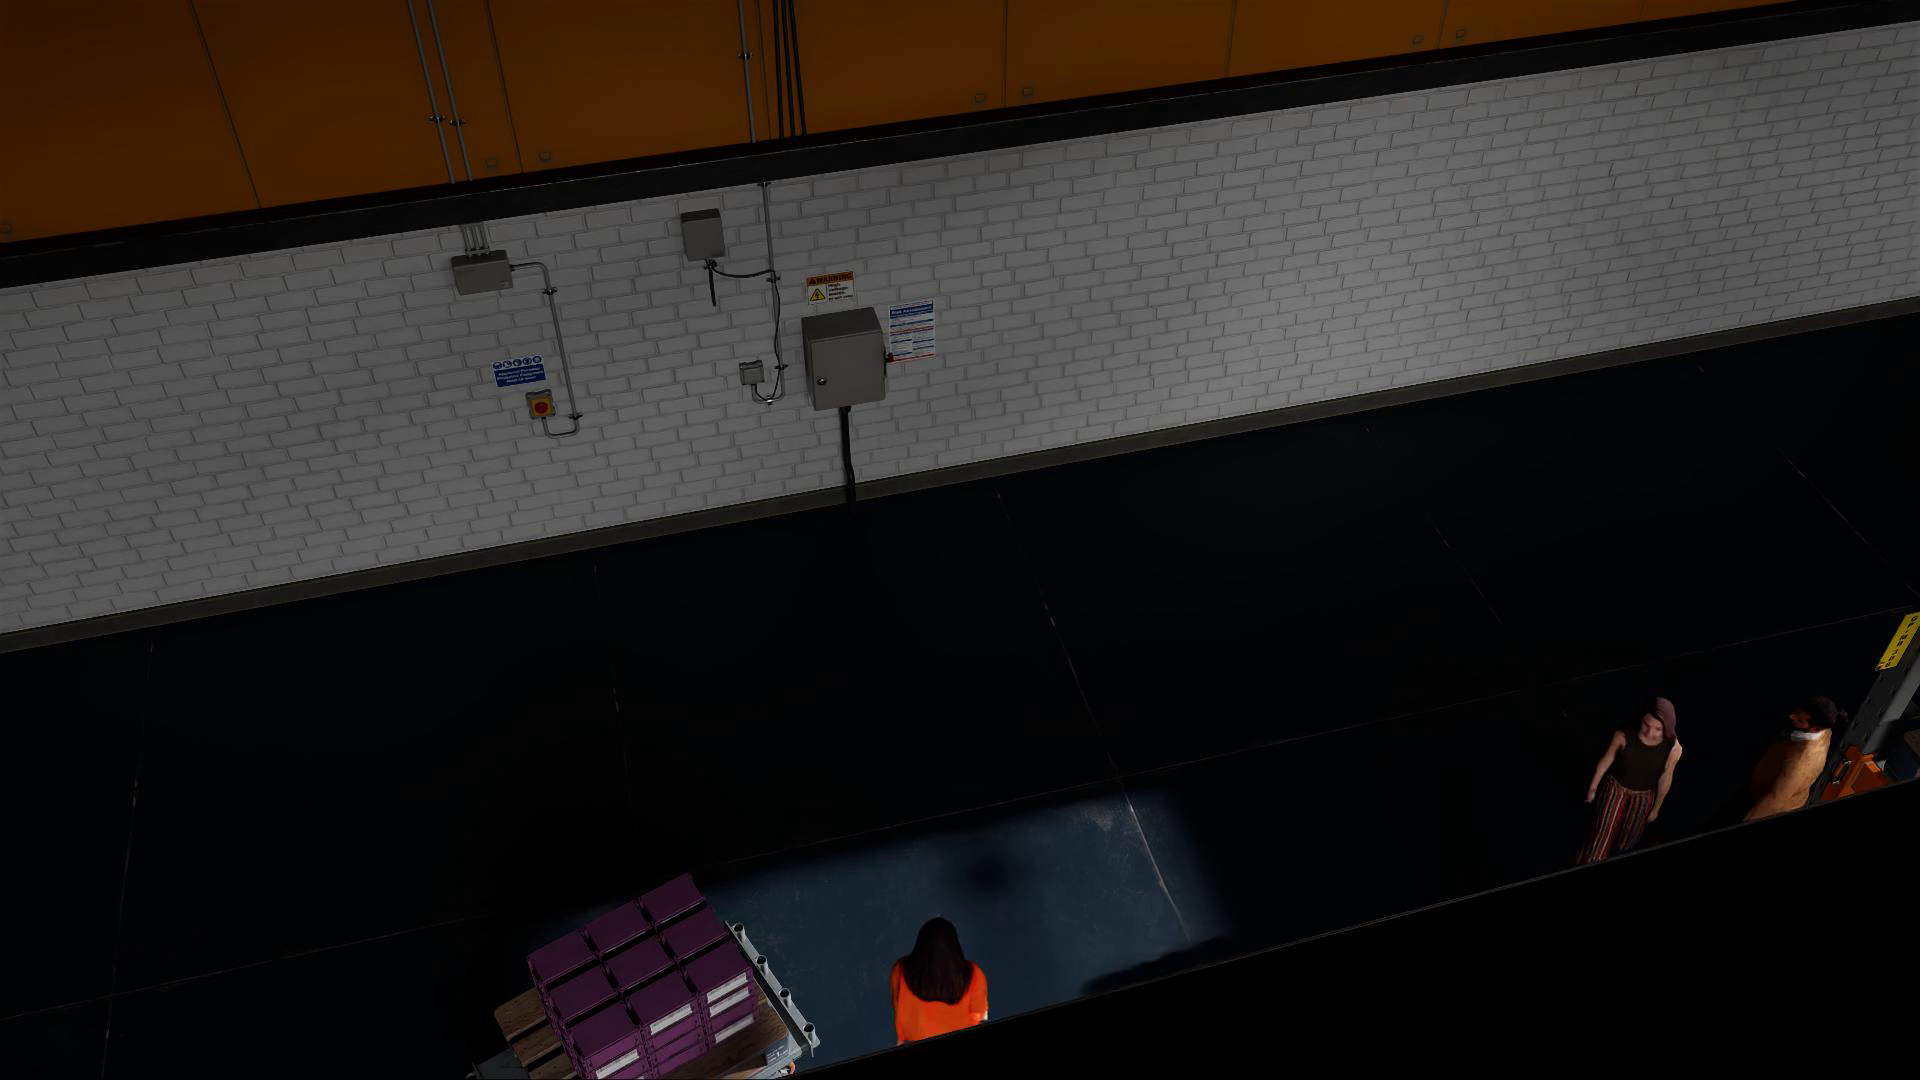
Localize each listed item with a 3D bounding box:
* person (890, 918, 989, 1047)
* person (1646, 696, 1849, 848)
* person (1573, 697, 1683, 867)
[{"bbox_3d":[-0.113,2.501,8.211,0.876,1.724,1.033,10,44,10],"label":"person"},{"bbox_3d":[4.602,1.514,9.258,1.208,1.710,1.157,23,48,22],"label":"person"},{"bbox_3d":[3.827,1.387,9.505,0.834,1.552,0.913,19,47,19],"label":"person"}]
